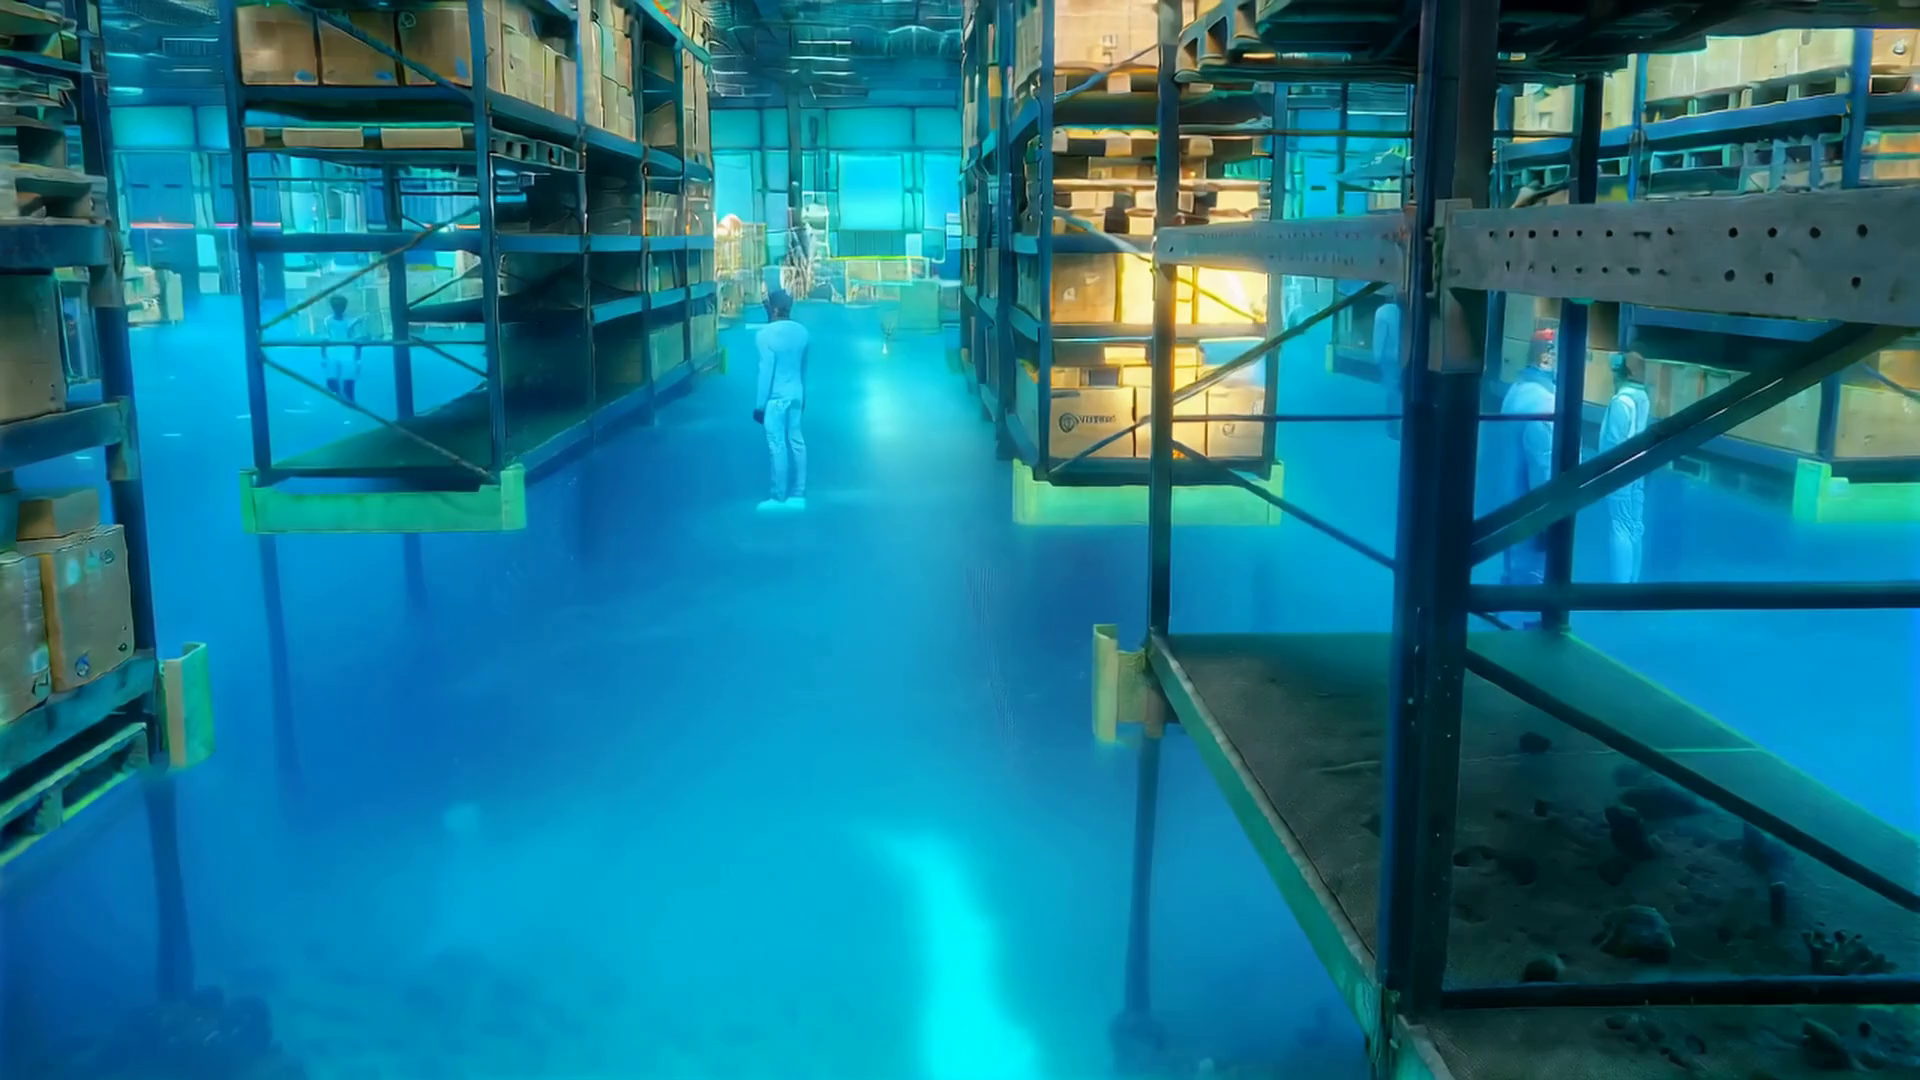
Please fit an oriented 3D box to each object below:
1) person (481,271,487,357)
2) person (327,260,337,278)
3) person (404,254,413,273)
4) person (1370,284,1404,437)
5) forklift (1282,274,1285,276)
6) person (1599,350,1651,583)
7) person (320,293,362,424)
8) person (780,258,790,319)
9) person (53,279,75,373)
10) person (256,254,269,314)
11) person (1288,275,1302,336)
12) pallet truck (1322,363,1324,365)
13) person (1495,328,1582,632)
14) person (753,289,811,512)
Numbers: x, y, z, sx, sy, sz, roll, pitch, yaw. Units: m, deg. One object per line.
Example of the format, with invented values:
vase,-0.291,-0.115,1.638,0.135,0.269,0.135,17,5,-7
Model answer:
person,-9.551,-4.692,33.802,0.361,1.965,0.613,-8,13,-37
person,-23.049,-9.400,60.853,0.560,1.676,0.540,0,10,1
person,-19.693,-9.190,59.006,0.600,1.914,0.616,-8,13,-39
person,5.321,-2.213,20.229,0.680,1.872,0.863,2,10,9
forklift,12.240,-10.302,62.509,1.129,2.768,1.873,0,10,-2
person,4.358,-0.424,10.936,0.312,1.642,0.512,8,13,38
person,-7.984,-2.344,21.492,0.537,1.688,0.389,-1,10,-6
person,-5.313,-7.600,50.344,0.346,1.846,0.505,-4,11,-22
person,-15.974,-3.780,29.514,0.383,1.679,0.548,8,13,37
person,-22.856,-8.328,54.139,0.627,1.941,0.374,4,11,23
person,8.387,-6.051,41.462,0.373,1.935,0.551,-2,10,-8
pallet truck,7.712,-4.157,30.737,1.885,1.965,0.823,3,11,16
person,3.012,-0.147,8.668,0.410,1.904,0.639,1,10,7
person,-1.563,-1.212,14.495,0.372,1.940,0.632,7,12,35
